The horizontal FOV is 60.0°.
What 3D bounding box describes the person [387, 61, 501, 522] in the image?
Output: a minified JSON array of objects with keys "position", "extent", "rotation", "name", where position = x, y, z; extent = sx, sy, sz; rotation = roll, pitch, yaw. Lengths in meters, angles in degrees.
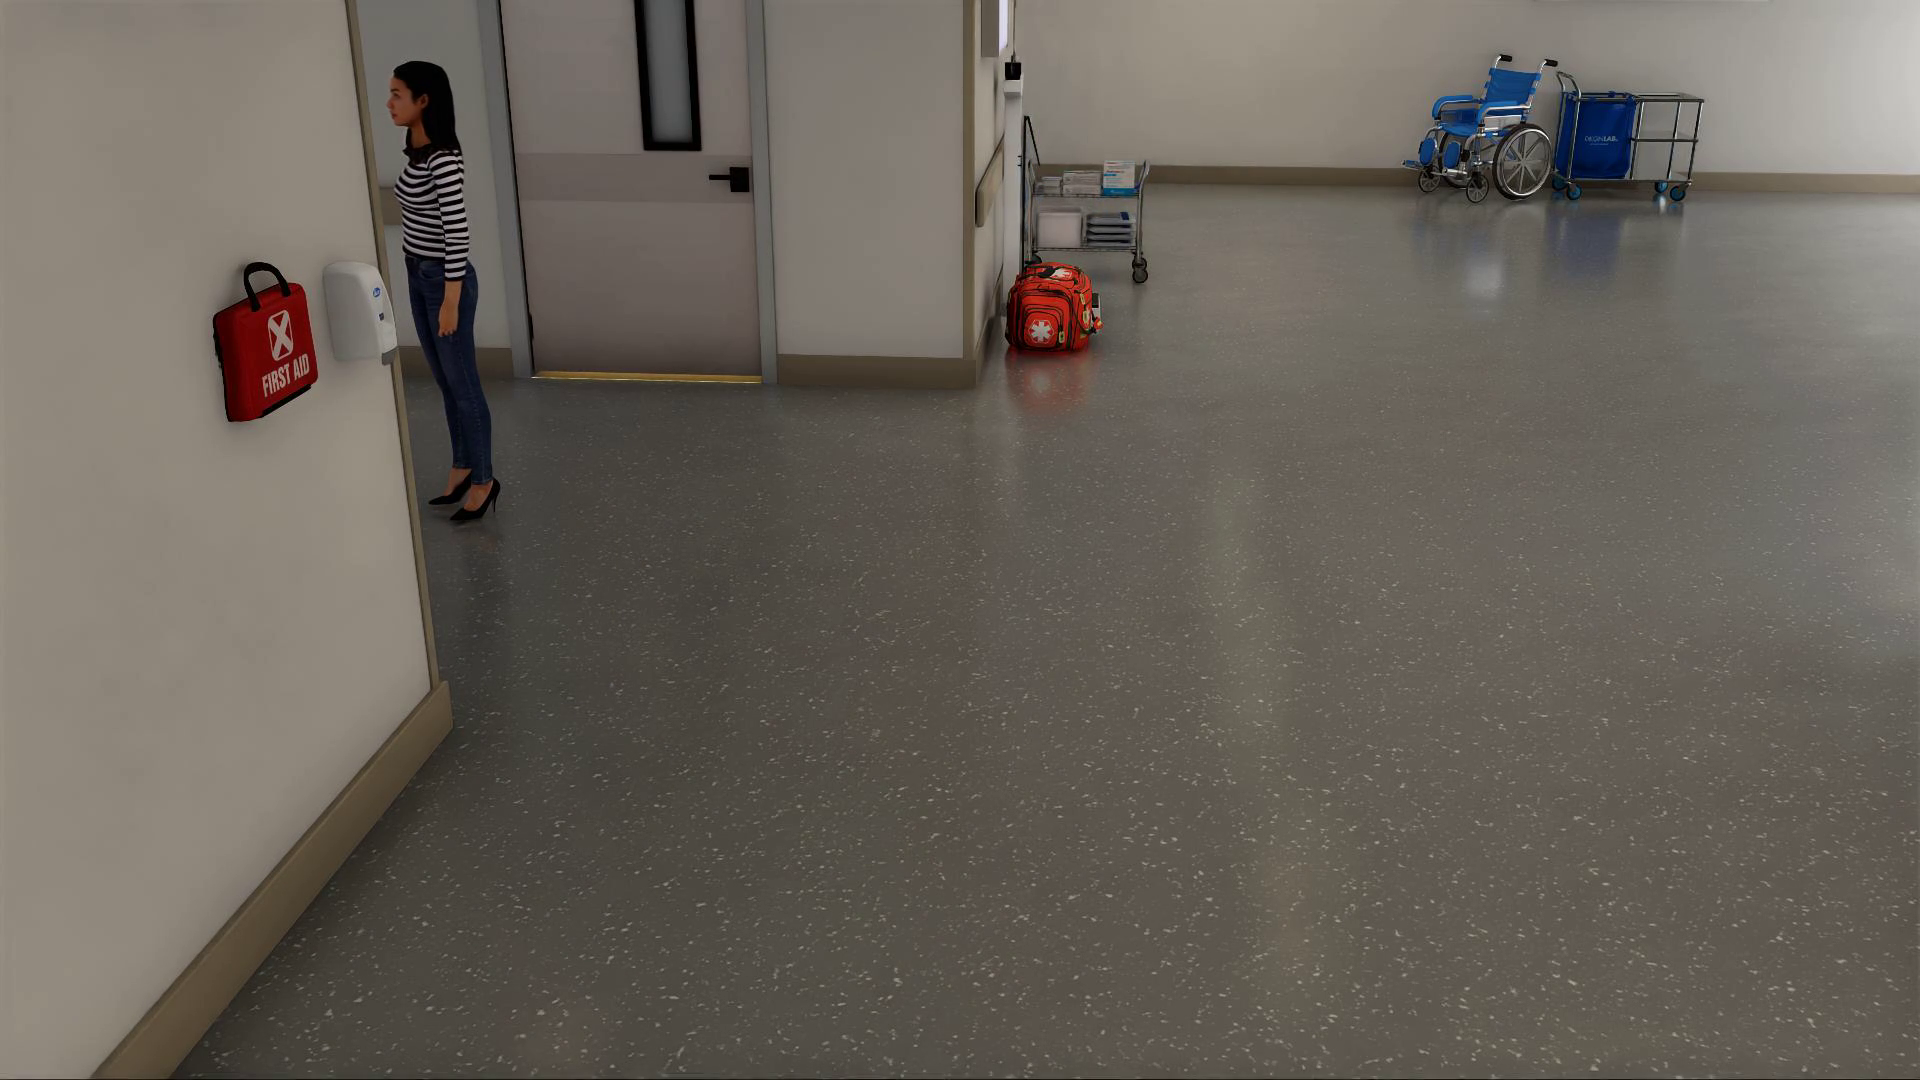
[{"position":[-2.032,-0.962,6.549],"extent":[0.698,1.797,0.612],"rotation":[-13,25,-32],"name":"person"}]
